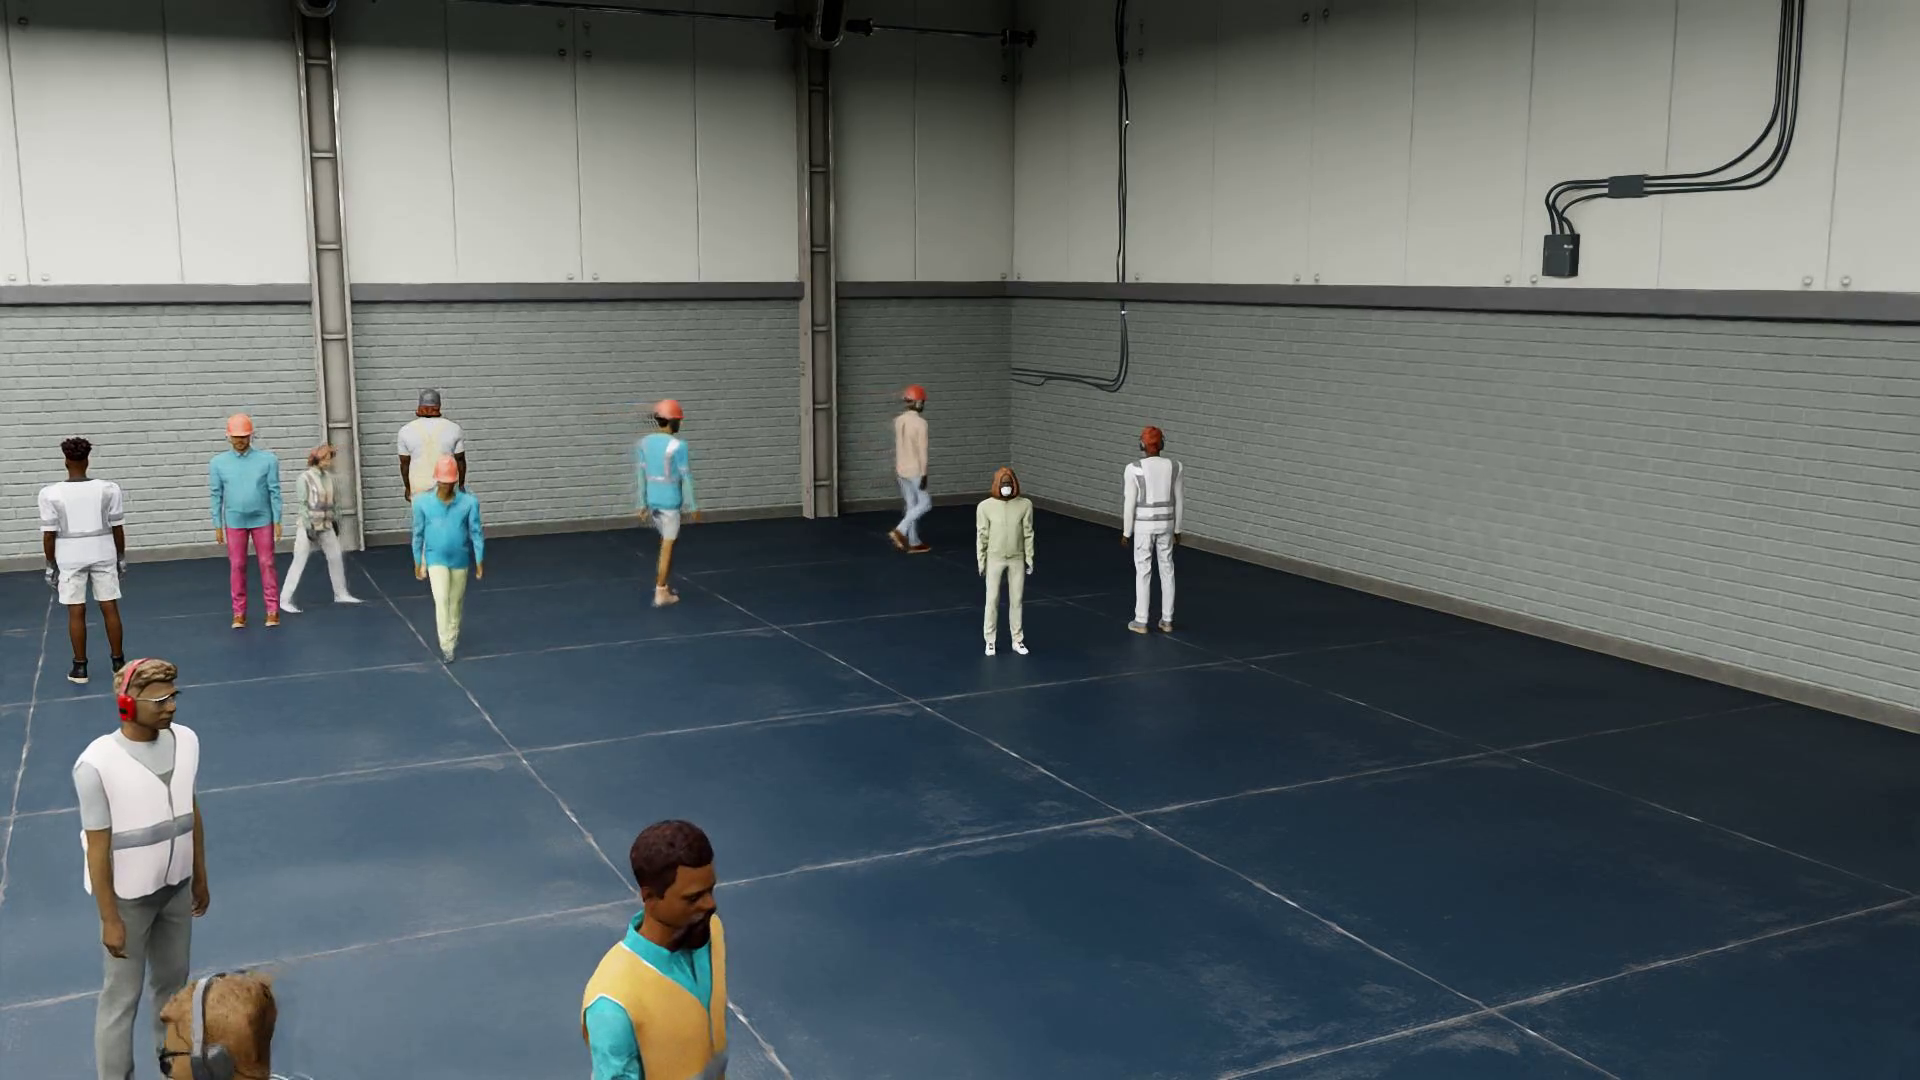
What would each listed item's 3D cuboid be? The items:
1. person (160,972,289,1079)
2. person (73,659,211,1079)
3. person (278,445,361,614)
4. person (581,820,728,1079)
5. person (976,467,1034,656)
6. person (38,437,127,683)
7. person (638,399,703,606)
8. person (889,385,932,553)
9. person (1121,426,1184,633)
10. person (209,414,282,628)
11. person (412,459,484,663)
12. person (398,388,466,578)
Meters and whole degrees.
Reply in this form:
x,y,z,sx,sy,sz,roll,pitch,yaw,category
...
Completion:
x,y,z,sx,sy,sz,roll,pitch,yaw,category
-1.551,1.818,3.564,0.925,1.798,0.540,-4,10,-24,person
-3.122,1.348,6.374,0.400,1.835,0.562,3,10,18,person
-6.244,-0.119,16.139,0.464,1.601,0.699,3,10,18,person
-0.778,1.639,4.362,0.393,1.905,0.600,3,10,15,person
0.385,0.184,14.181,0.498,1.627,0.280,-2,9,-12,person
-6.983,0.158,13.279,0.608,1.966,0.371,-7,11,-35,person
-2.841,-0.368,16.368,0.624,2.022,0.660,7,12,37,person
-0.581,-0.801,19.166,0.583,1.973,0.622,-7,12,-38,person
1.747,-0.094,15.083,0.573,1.887,0.354,-2,9,-14,person
-6.539,-0.167,15.254,0.608,1.985,0.422,-3,10,-20,person
-4.366,0.144,14.208,0.572,1.698,0.919,-4,10,-24,person
-5.648,-0.620,17.848,0.684,2.000,0.538,-3,10,-17,person
